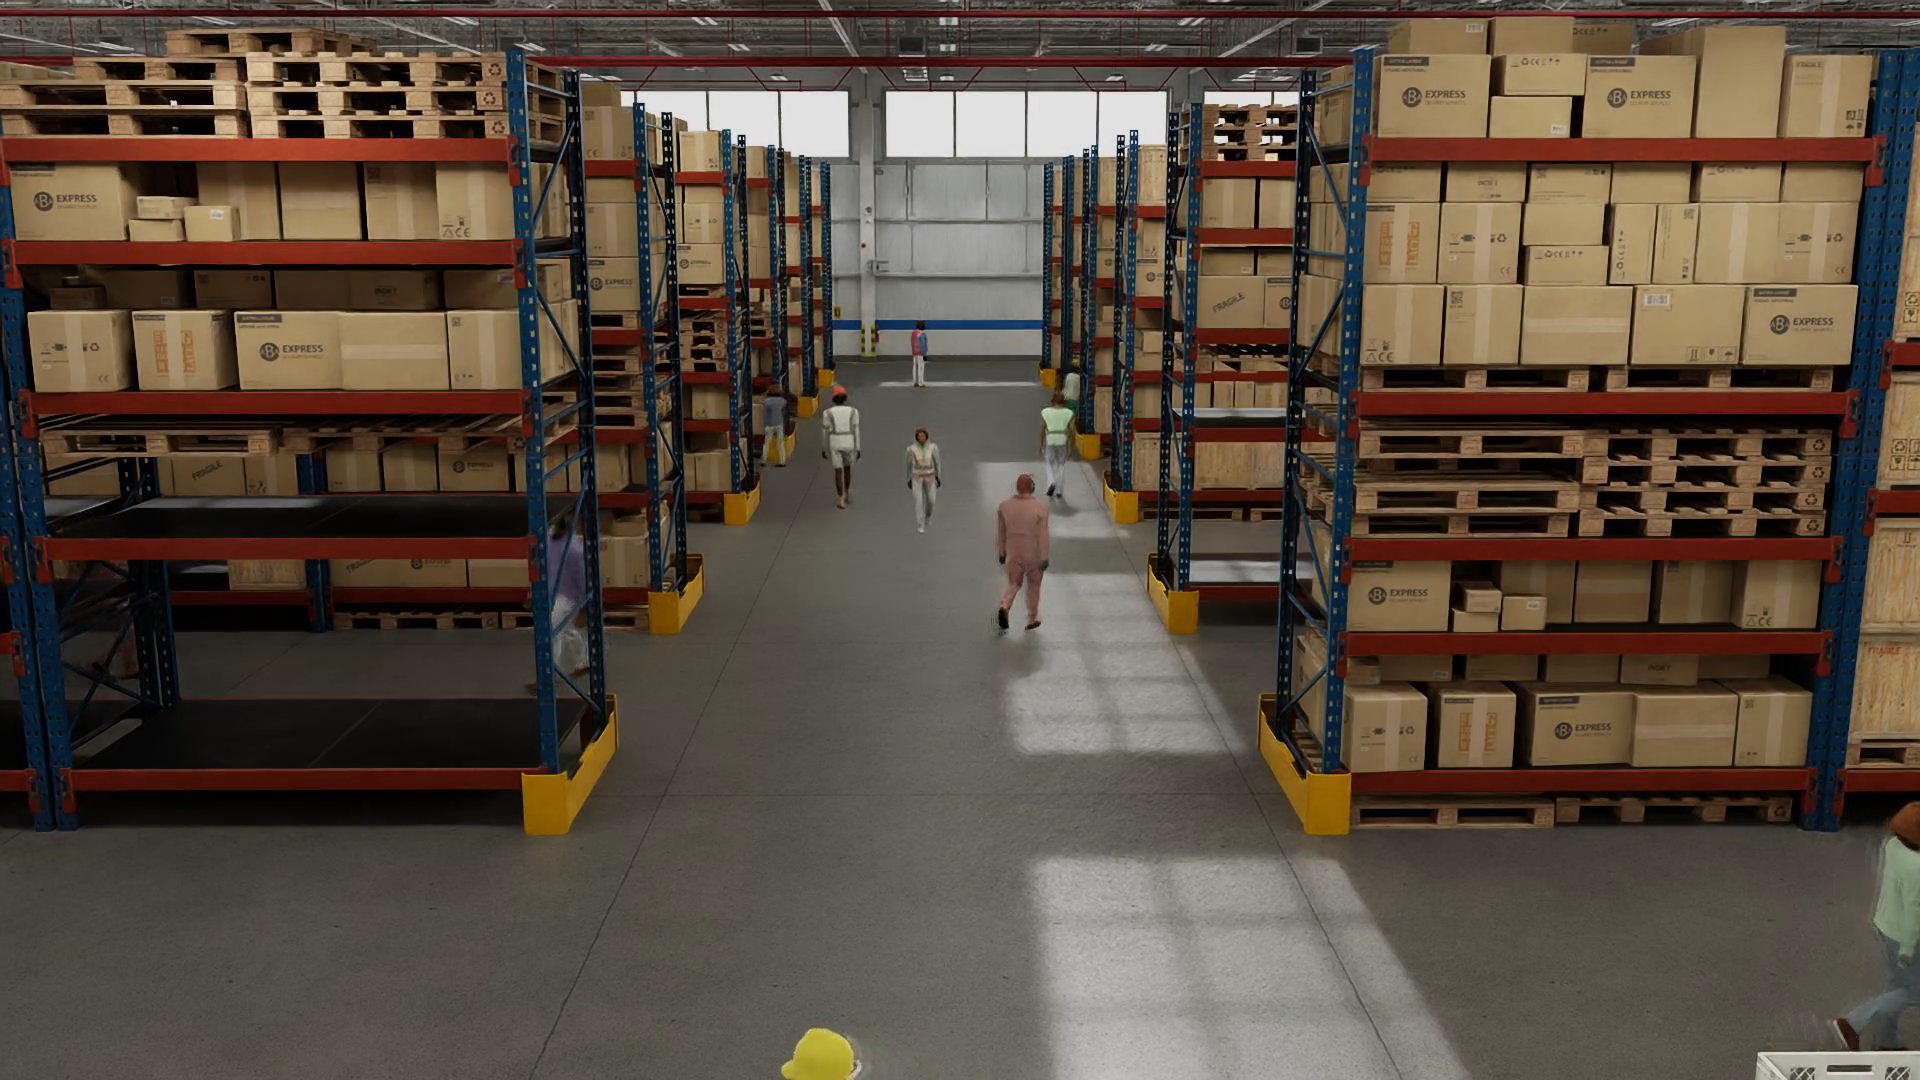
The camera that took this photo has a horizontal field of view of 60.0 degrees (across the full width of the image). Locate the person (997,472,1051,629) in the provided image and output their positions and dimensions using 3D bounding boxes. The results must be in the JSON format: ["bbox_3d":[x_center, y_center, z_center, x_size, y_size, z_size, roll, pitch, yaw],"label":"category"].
[{"bbox_3d":[0.734,0.153,19.416,0.650,1.888,0.664,6,13,27],"label":"person"}]

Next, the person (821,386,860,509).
[{"bbox_3d":[-1.996,-1.559,27.655,0.617,1.982,1.054,-2,12,-12],"label":"person"}]

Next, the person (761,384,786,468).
[{"bbox_3d":[-3.543,-2.162,31.571,0.502,1.616,0.384,-6,13,-27],"label":"person"}]

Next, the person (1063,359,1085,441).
[{"bbox_3d":[2.507,-2.976,35.332,0.897,1.712,0.537,-7,13,-32],"label":"person"}]

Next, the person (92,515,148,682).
[{"bbox_3d":[-8.766,0.570,17.354,0.466,1.893,0.644,-4,12,-19],"label":"person"}]

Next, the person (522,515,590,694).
[{"bbox_3d":[-4.175,0.602,17.210,0.644,1.895,0.986,10,15,41],"label":"person"}]

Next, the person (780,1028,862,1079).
[{"bbox_3d":[-0.437,2.780,6.548,0.554,1.821,0.604,0,11,-1],"label":"person"}]

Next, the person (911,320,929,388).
[{"bbox_3d":[-1.090,-5.076,45.447,0.429,1.839,0.633,-7,13,-31],"label":"person"}]

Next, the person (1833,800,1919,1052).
[{"bbox_3d":[5.398,2.266,9.611,0.456,1.622,0.504,3,12,12],"label":"person"}]

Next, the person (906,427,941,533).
[{"bbox_3d":[-0.561,-0.921,25.374,0.540,1.623,0.408,-2,12,-11],"label":"person"}]

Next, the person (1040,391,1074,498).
[{"bbox_3d":[1.658,-1.632,28.412,0.593,1.825,0.455,0,11,-1],"label":"person"}]
